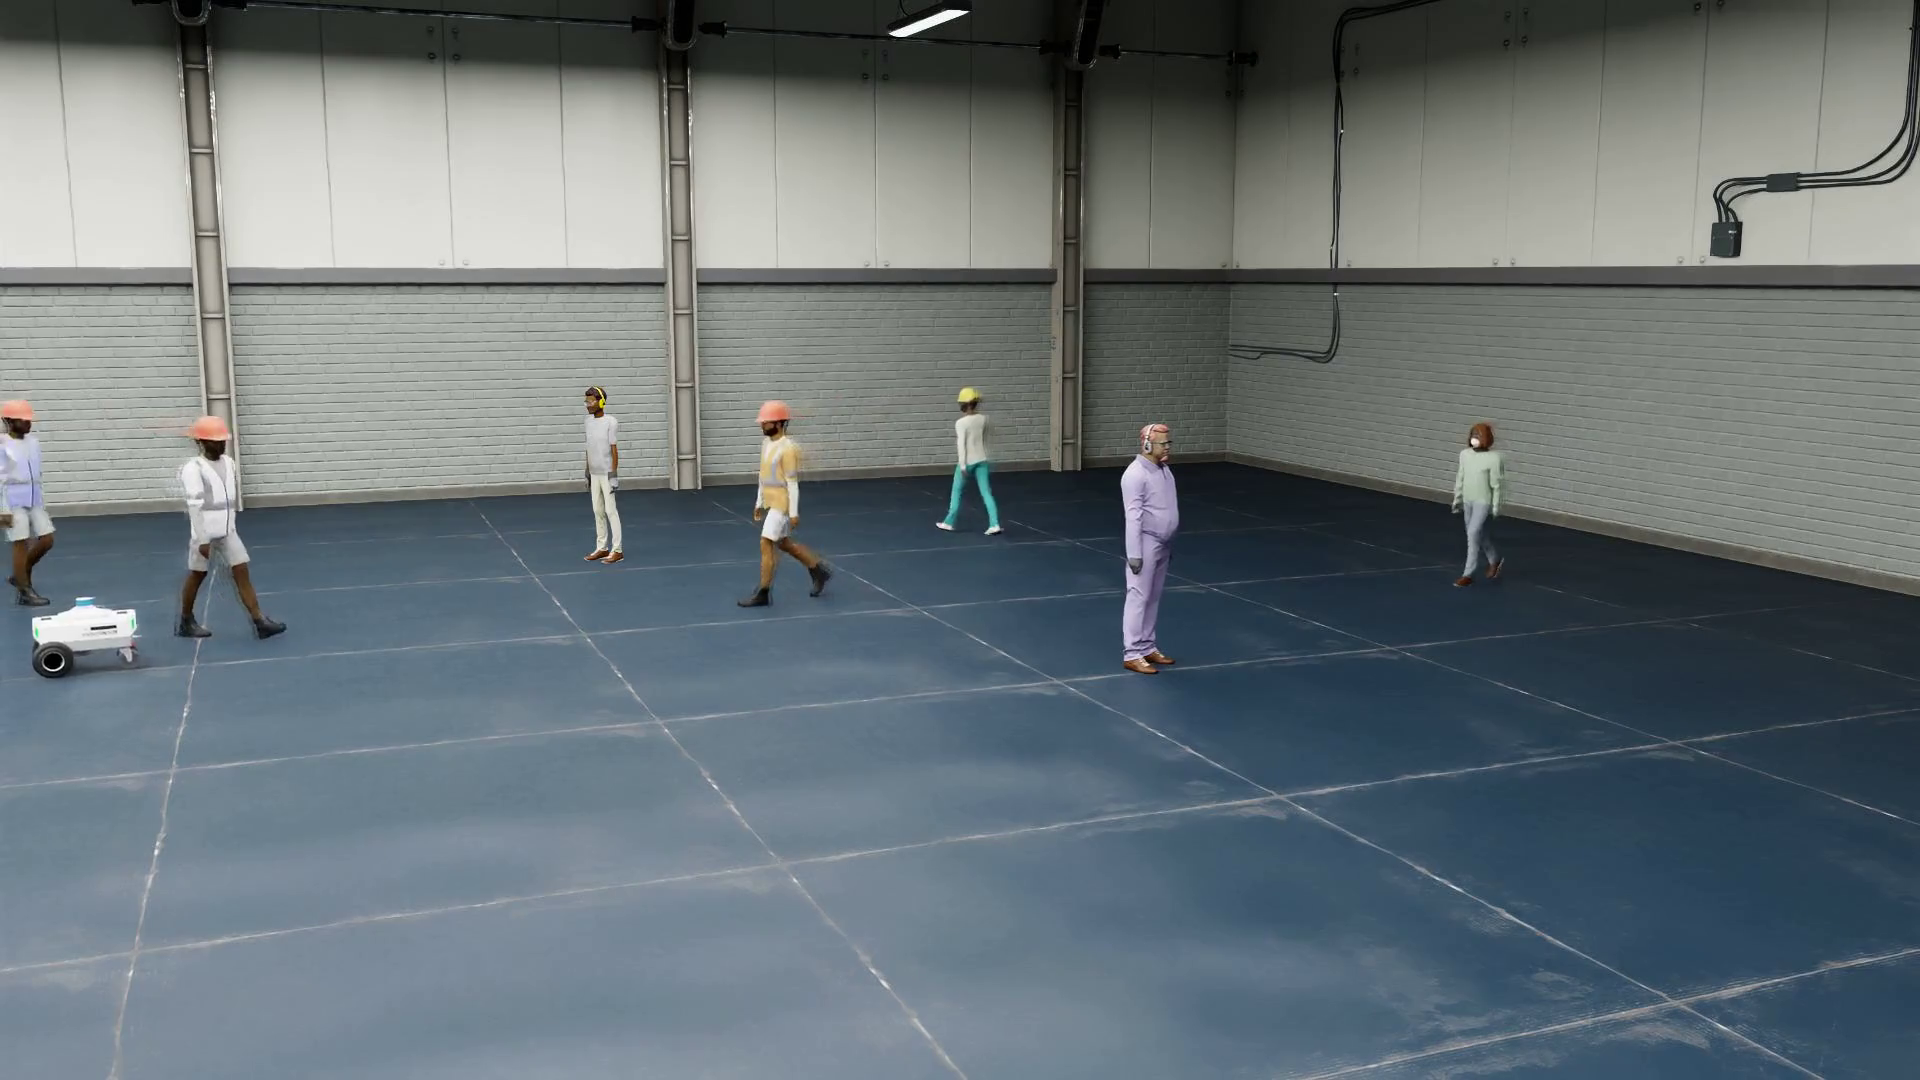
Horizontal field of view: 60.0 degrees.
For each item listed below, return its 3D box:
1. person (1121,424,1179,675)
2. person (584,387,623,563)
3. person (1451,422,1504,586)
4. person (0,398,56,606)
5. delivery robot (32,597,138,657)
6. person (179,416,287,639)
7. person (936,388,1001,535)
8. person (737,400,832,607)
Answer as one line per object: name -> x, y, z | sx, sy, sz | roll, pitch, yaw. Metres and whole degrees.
person -> 1.481, 0.058, 12.775 | 0.399, 1.907, 0.644 | 5, 10, 30
person -> -3.793, -0.686, 17.596 | 0.516, 1.865, 0.312 | 7, 11, 37
person -> 5.152, -0.371, 16.391 | 0.754, 1.609, 0.493 | -5, 10, -29
person -> -8.588, -0.337, 15.228 | 0.438, 1.923, 0.546 | 3, 9, 16
delivery robot -> -6.717, 0.684, 12.777 | 0.707, 0.478, 0.477 | -5, 10, -28
person -> -6.147, -0.088, 13.789 | 1.022, 1.876, 0.551 | 3, 10, 19
person -> 0.134, -0.917, 19.501 | 0.527, 1.721, 0.922 | -8, 12, -41
person -> -1.607, -0.347, 15.335 | 0.918, 1.911, 0.542 | -4, 10, -26
